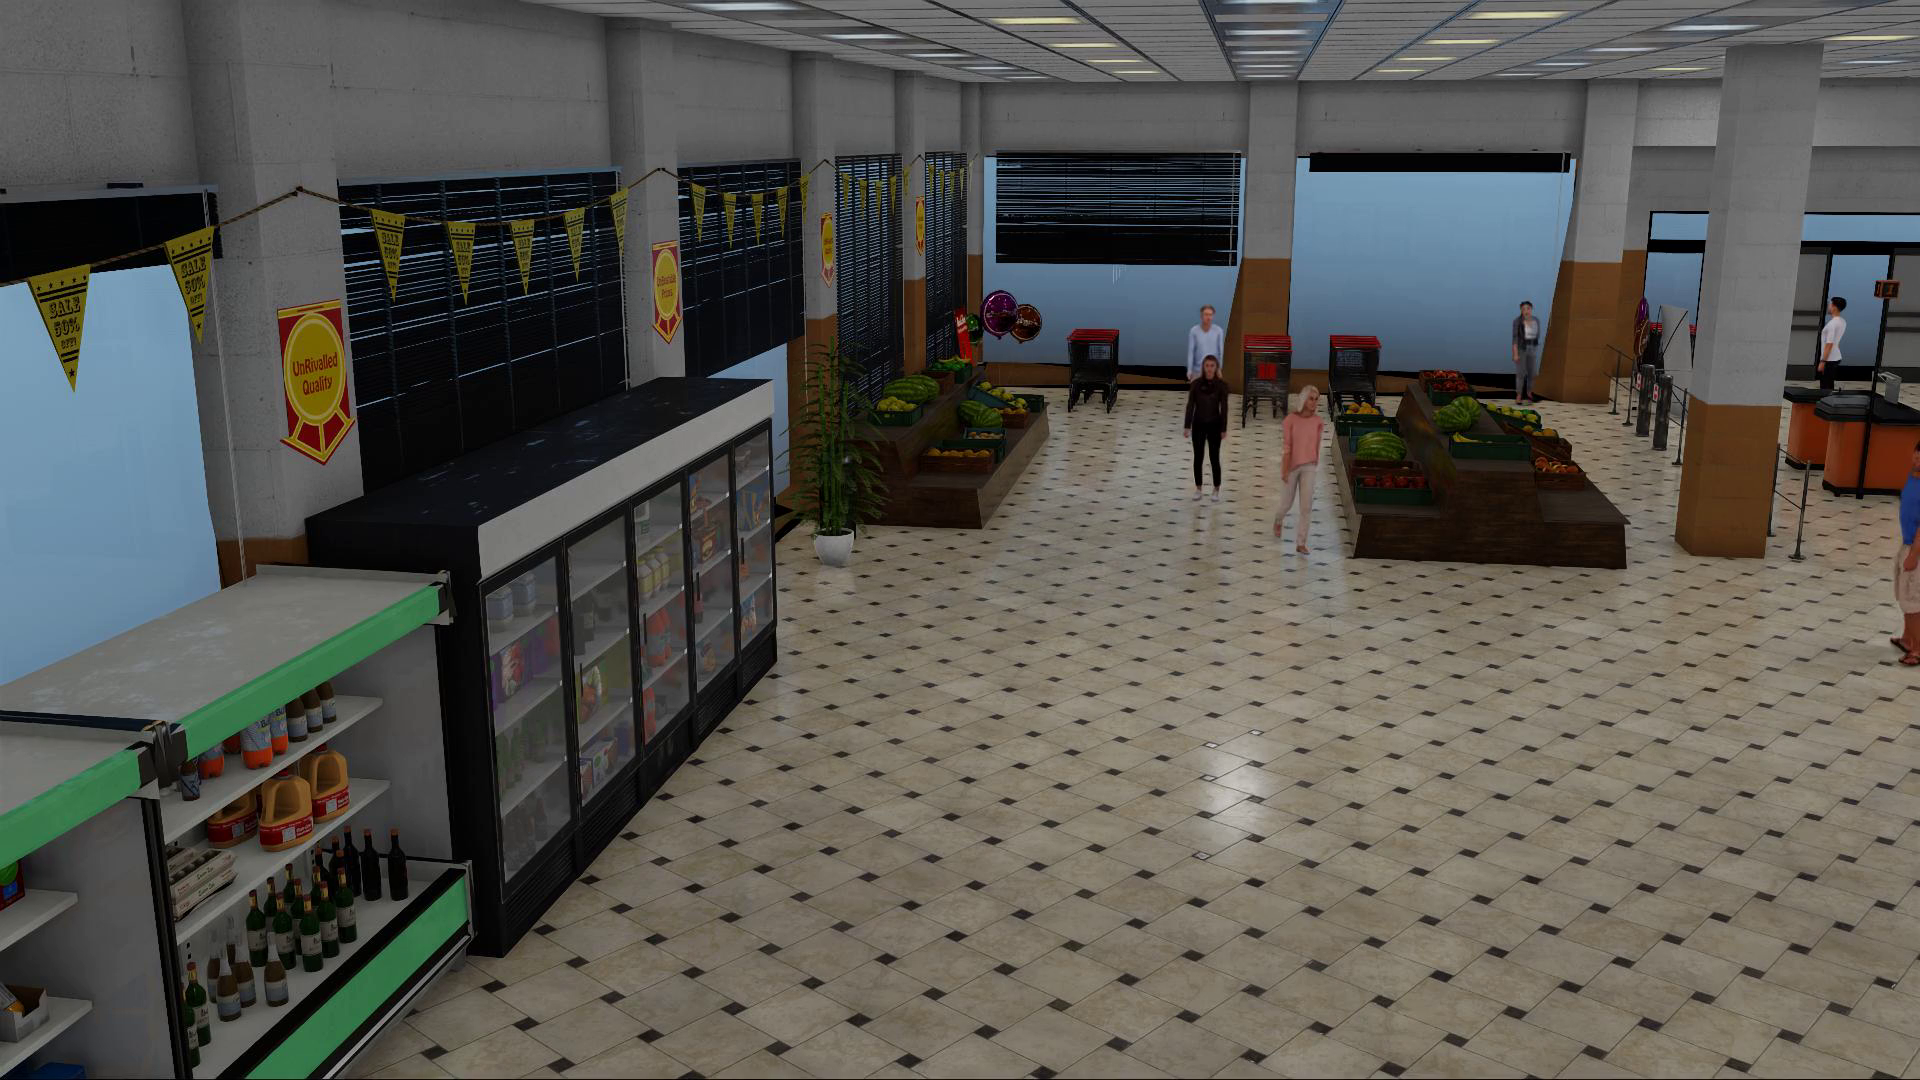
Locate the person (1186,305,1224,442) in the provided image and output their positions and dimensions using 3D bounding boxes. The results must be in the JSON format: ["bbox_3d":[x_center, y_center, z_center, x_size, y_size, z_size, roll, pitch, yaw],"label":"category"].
[{"bbox_3d":[3.409,-2.346,23.247,0.745,1.873,1.098,0,14,2],"label":"person"}]

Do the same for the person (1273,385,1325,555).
[{"bbox_3d":[3.427,-0.732,16.967,0.835,1.697,1.113,-2,14,-7],"label":"person"}]

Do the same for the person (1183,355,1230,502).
[{"bbox_3d":[2.868,-1.313,19.361,0.667,1.698,0.631,4,14,18],"label":"person"}]

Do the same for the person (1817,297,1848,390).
[{"bbox_3d":[12.910,-2.677,24.662,0.817,1.851,0.708,13,19,42],"label":"person"}]

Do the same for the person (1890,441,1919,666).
[{"bbox_3d":[7.749,0.055,13.438,0.923,1.832,0.497,6,15,24],"label":"person"}]

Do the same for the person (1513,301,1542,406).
[{"bbox_3d":[8.904,-2.933,26.152,0.851,1.644,0.809,-7,15,-27],"label":"person"}]
